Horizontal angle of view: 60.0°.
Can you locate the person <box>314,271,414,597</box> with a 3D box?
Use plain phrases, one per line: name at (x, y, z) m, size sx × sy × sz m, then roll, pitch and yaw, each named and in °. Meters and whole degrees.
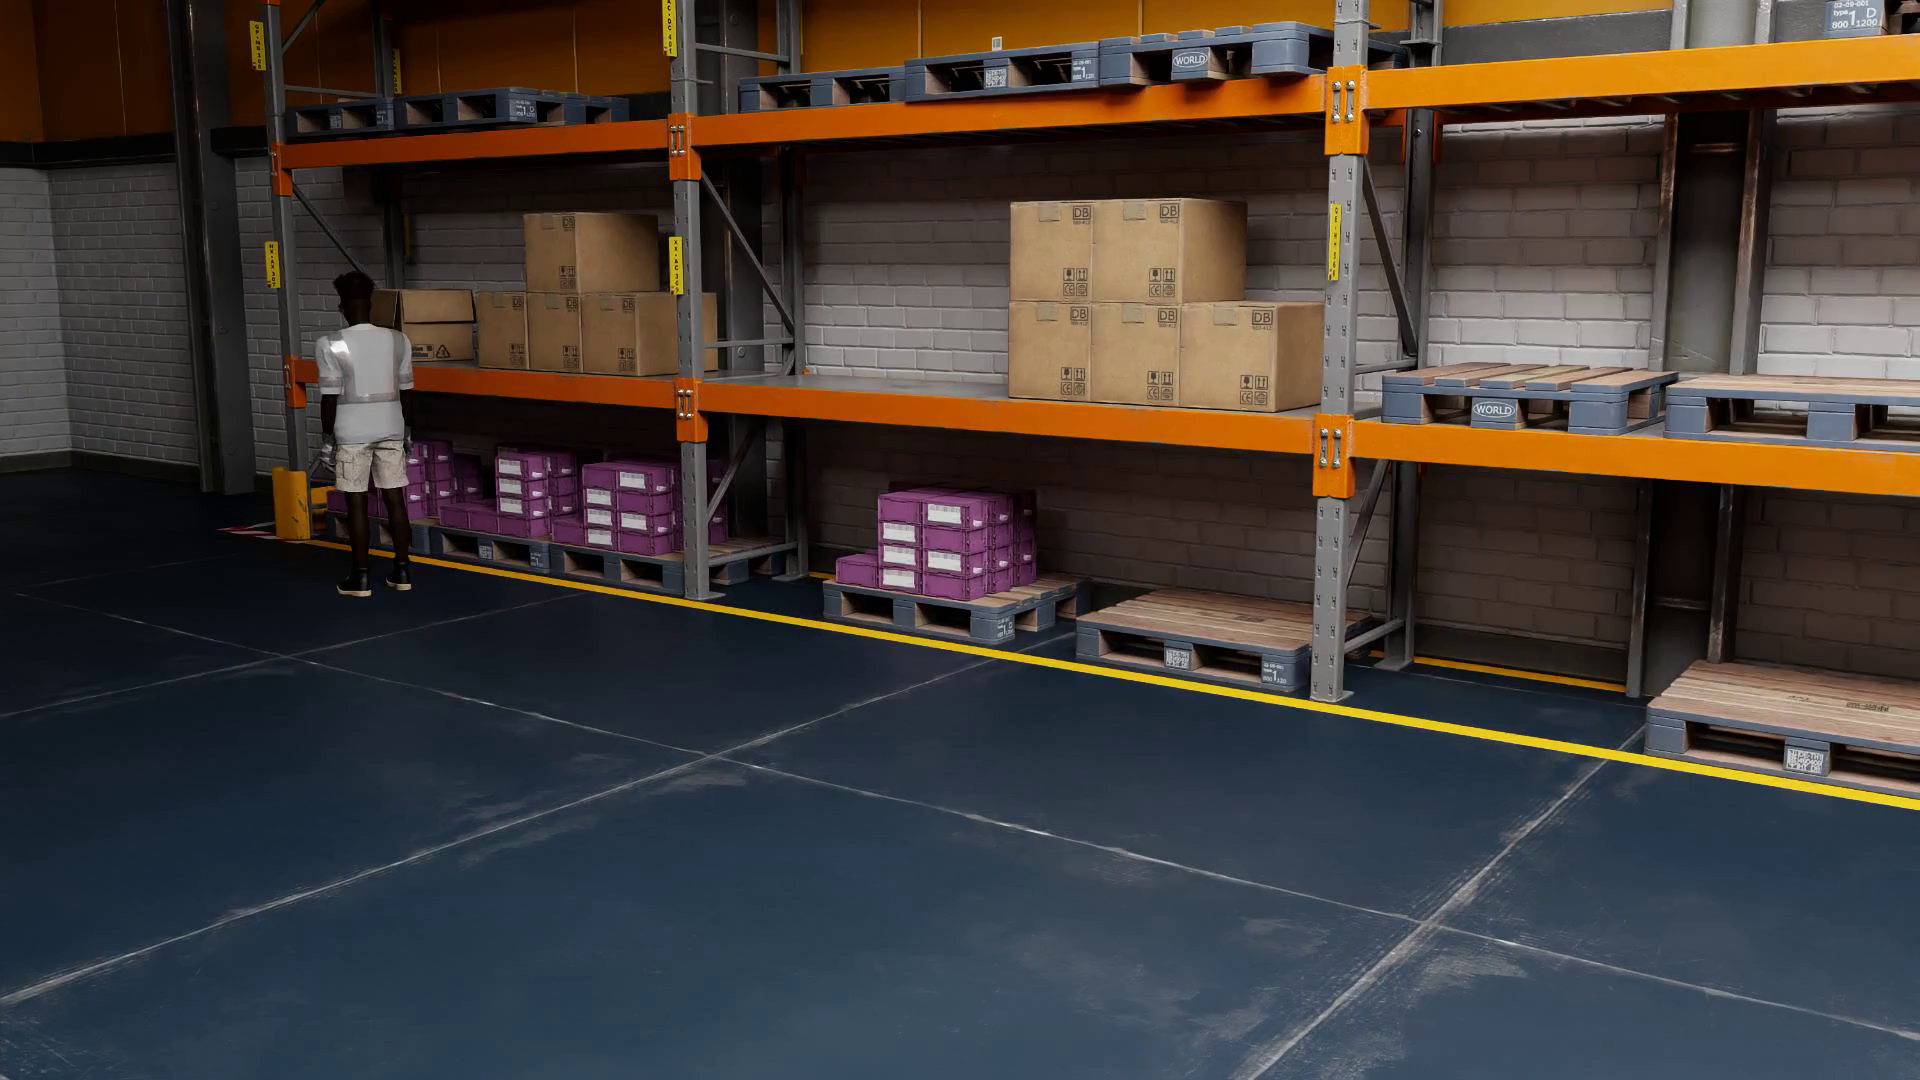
person at (-3.593, -0.639, 10.075) m, size 0.367 × 1.964 × 0.603 m, roll 9°, pitch 13°, yaw 44°
